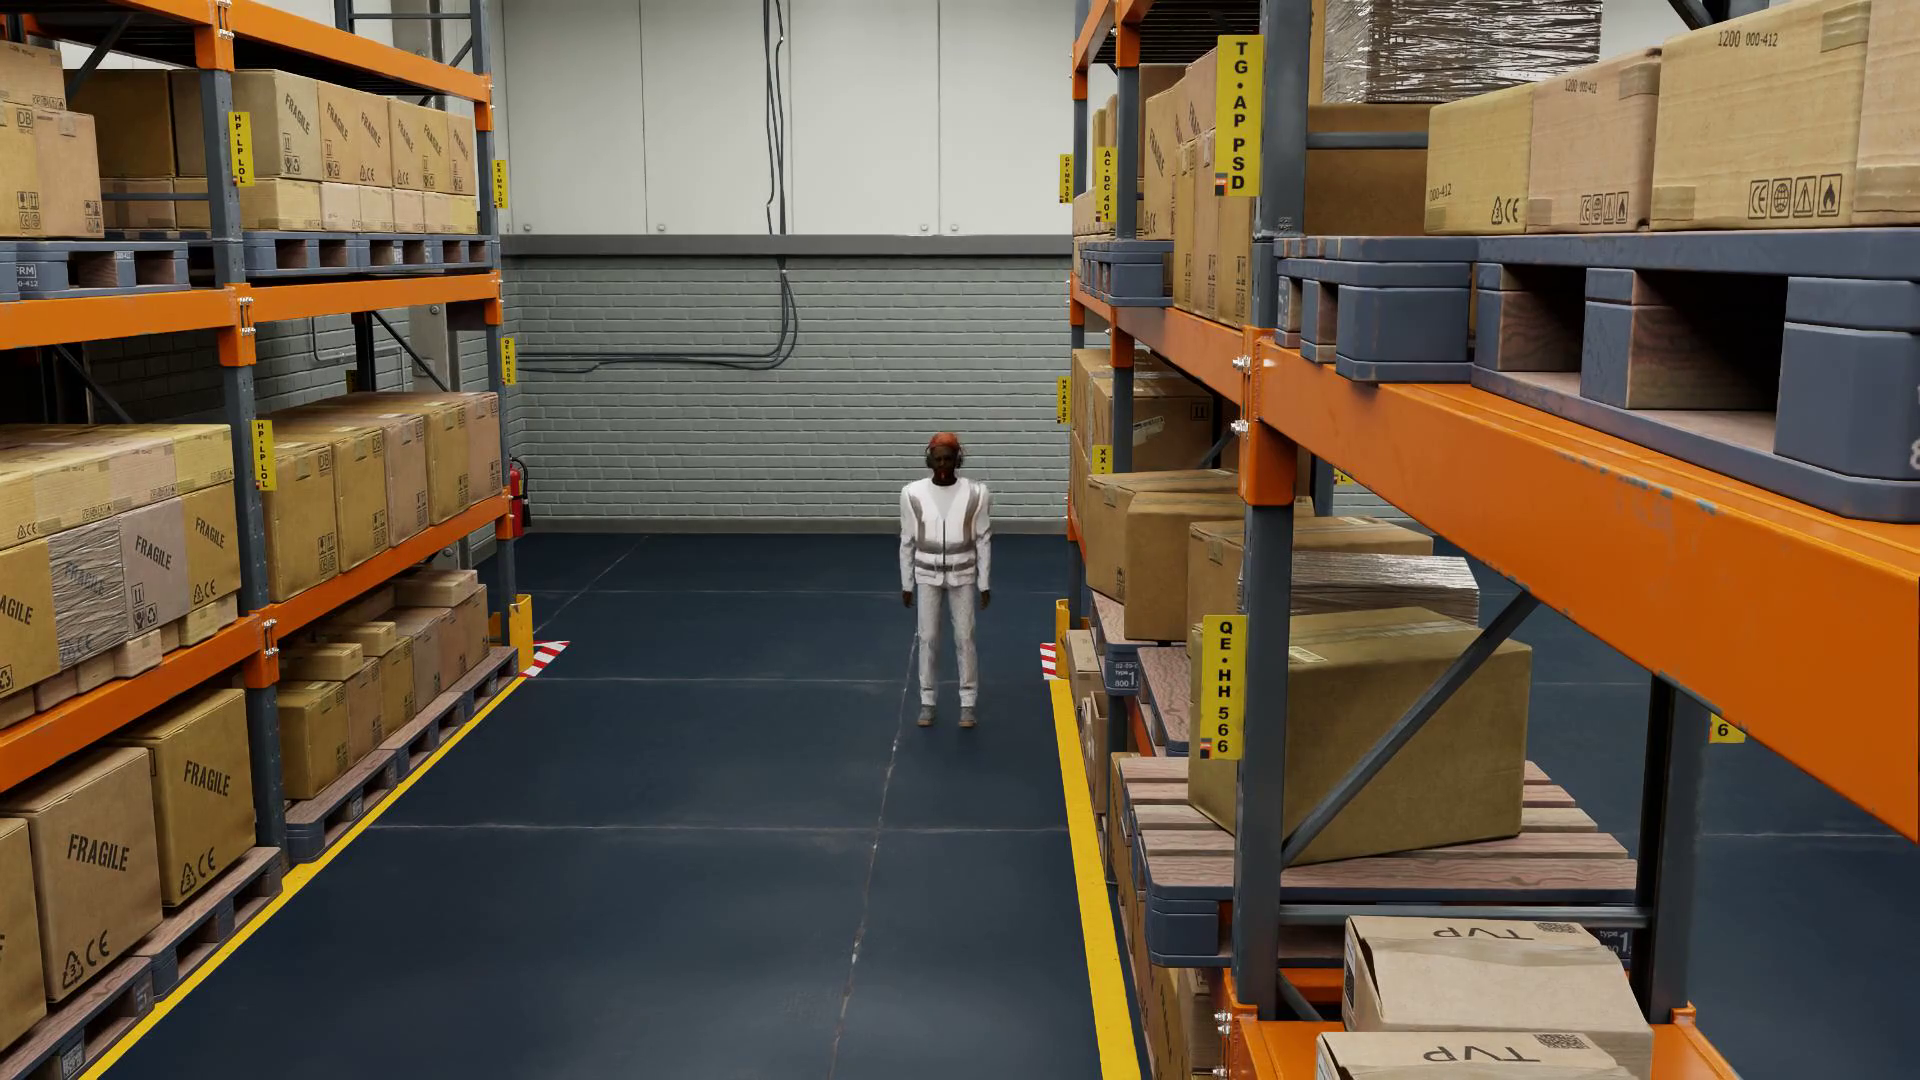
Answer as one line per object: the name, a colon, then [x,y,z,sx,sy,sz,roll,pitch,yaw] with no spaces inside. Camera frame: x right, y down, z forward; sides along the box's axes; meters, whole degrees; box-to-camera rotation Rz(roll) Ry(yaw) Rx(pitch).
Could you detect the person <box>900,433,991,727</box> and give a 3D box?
person: [-0.092,0.259,10.459,0.575,1.874,0.377,0,10,2]
